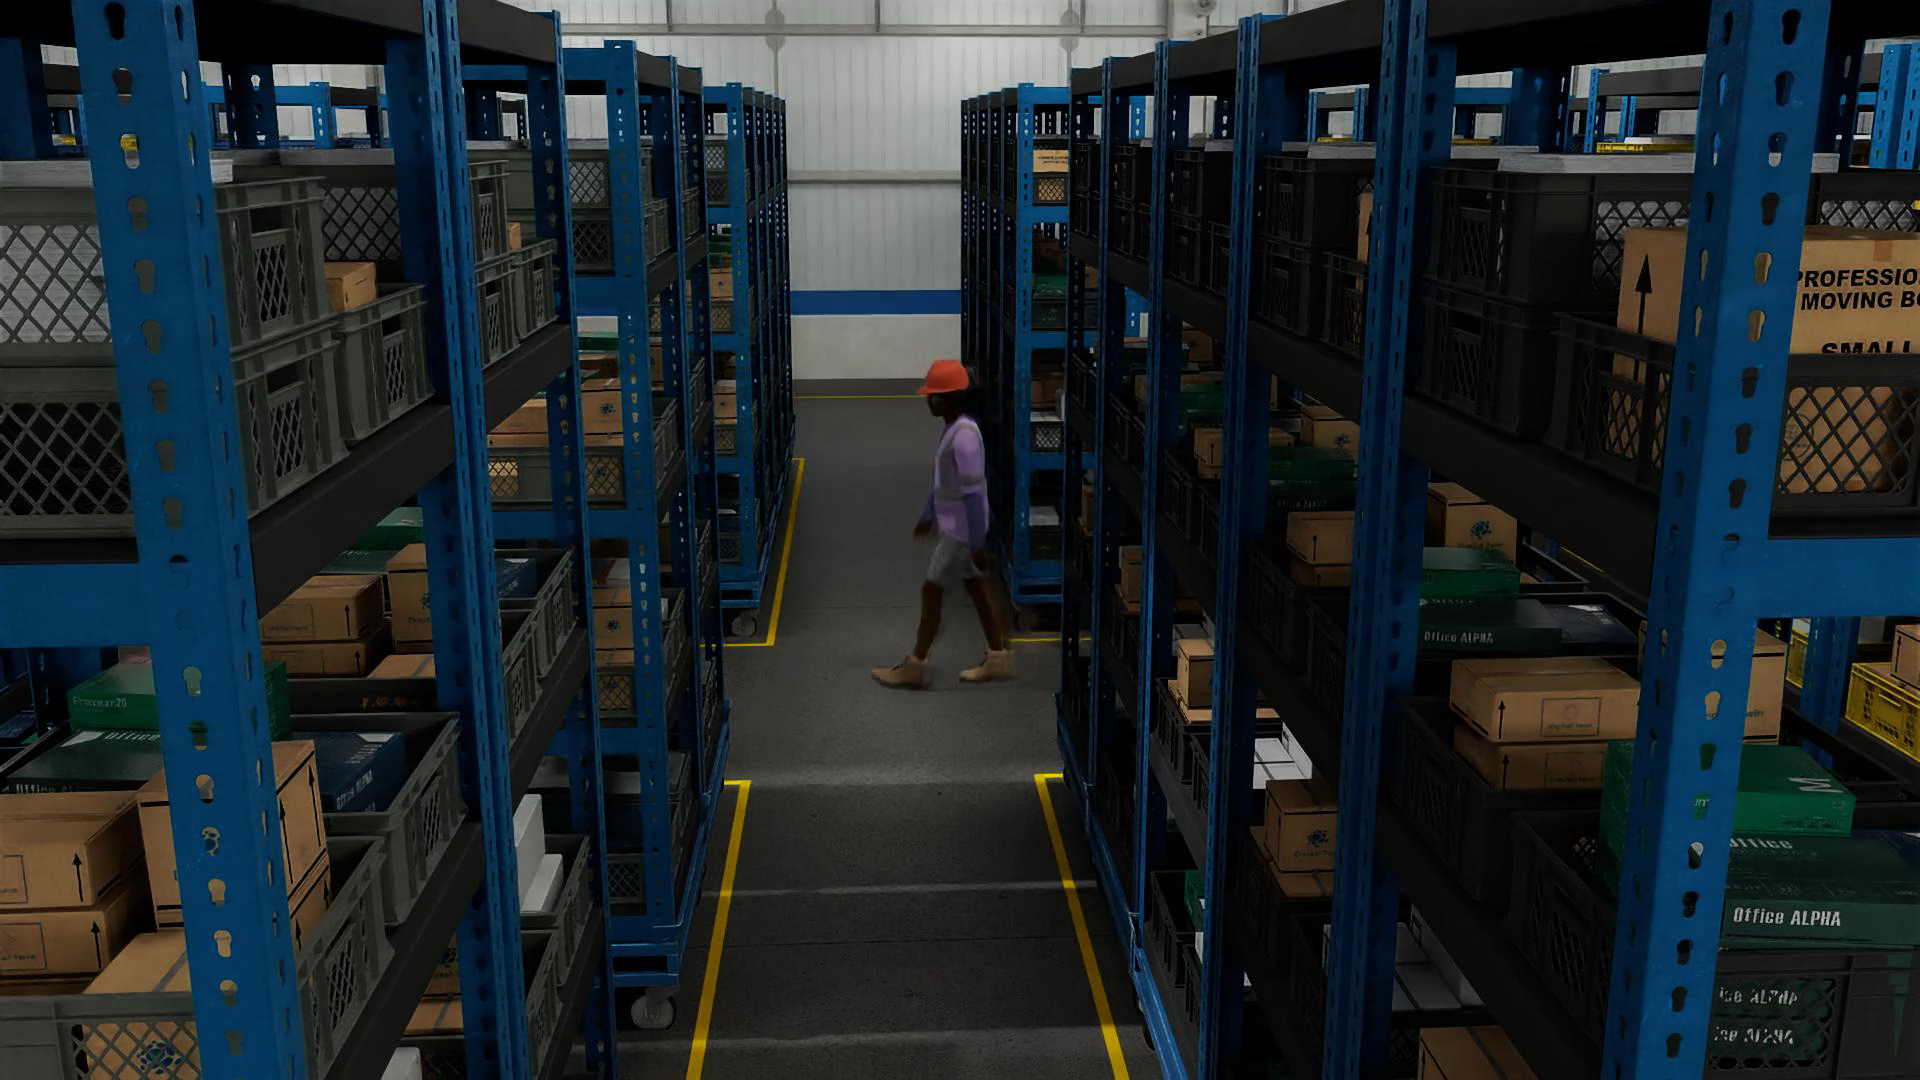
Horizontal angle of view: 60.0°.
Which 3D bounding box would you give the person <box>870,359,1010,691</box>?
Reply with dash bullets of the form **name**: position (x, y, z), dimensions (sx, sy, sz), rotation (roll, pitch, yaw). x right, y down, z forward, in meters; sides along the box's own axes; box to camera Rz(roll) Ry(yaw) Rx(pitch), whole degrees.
- **person**: position (-0.127, -0.079, 9.938), dimensions (0.964, 2.001, 0.622), rotation (0, 14, -1)
